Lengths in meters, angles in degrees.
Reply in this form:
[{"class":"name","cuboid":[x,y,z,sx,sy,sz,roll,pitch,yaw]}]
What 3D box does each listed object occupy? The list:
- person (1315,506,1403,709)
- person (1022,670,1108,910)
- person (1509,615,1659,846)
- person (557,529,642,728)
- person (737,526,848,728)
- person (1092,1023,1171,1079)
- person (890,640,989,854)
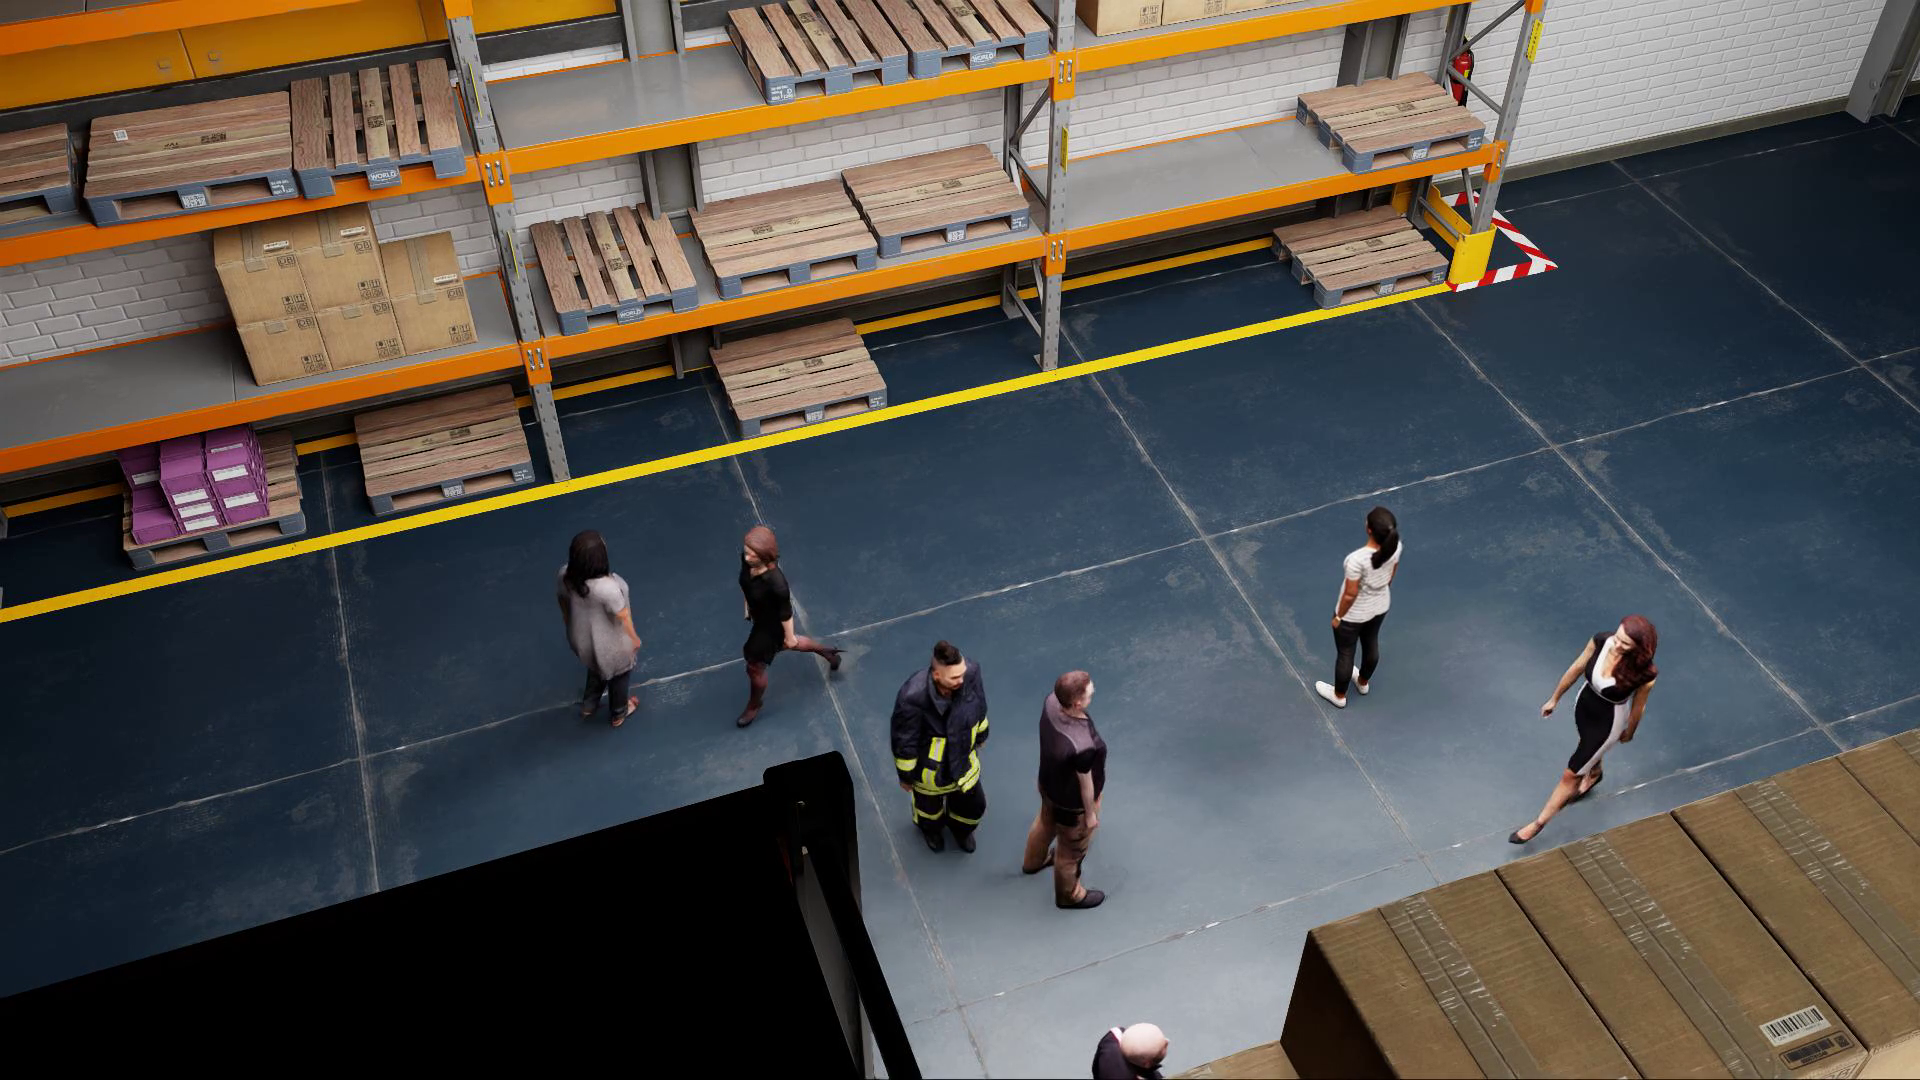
[{"class":"person","cuboid":[2.551,0.424,10.515,0.502,1.646,0.656,-21,48,-21]},{"class":"person","cuboid":[0.585,1.380,9.367,0.594,1.846,0.679,-12,45,-13]},{"class":"person","cuboid":[3.810,1.022,9.806,1.151,1.760,0.748,-21,48,-21]},{"class":"person","cuboid":[-2.276,0.622,10.345,0.766,1.593,0.821,20,47,20]},{"class":"person","cuboid":[-1.118,0.492,10.430,1.101,1.664,0.747,-24,48,-23]},{"class":"person","cuboid":[0.770,2.817,7.865,0.550,1.836,0.662,-14,45,-15]},{"class":"person","cuboid":[-0.148,1.122,9.631,0.704,1.856,0.896,-20,47,-20]}]
